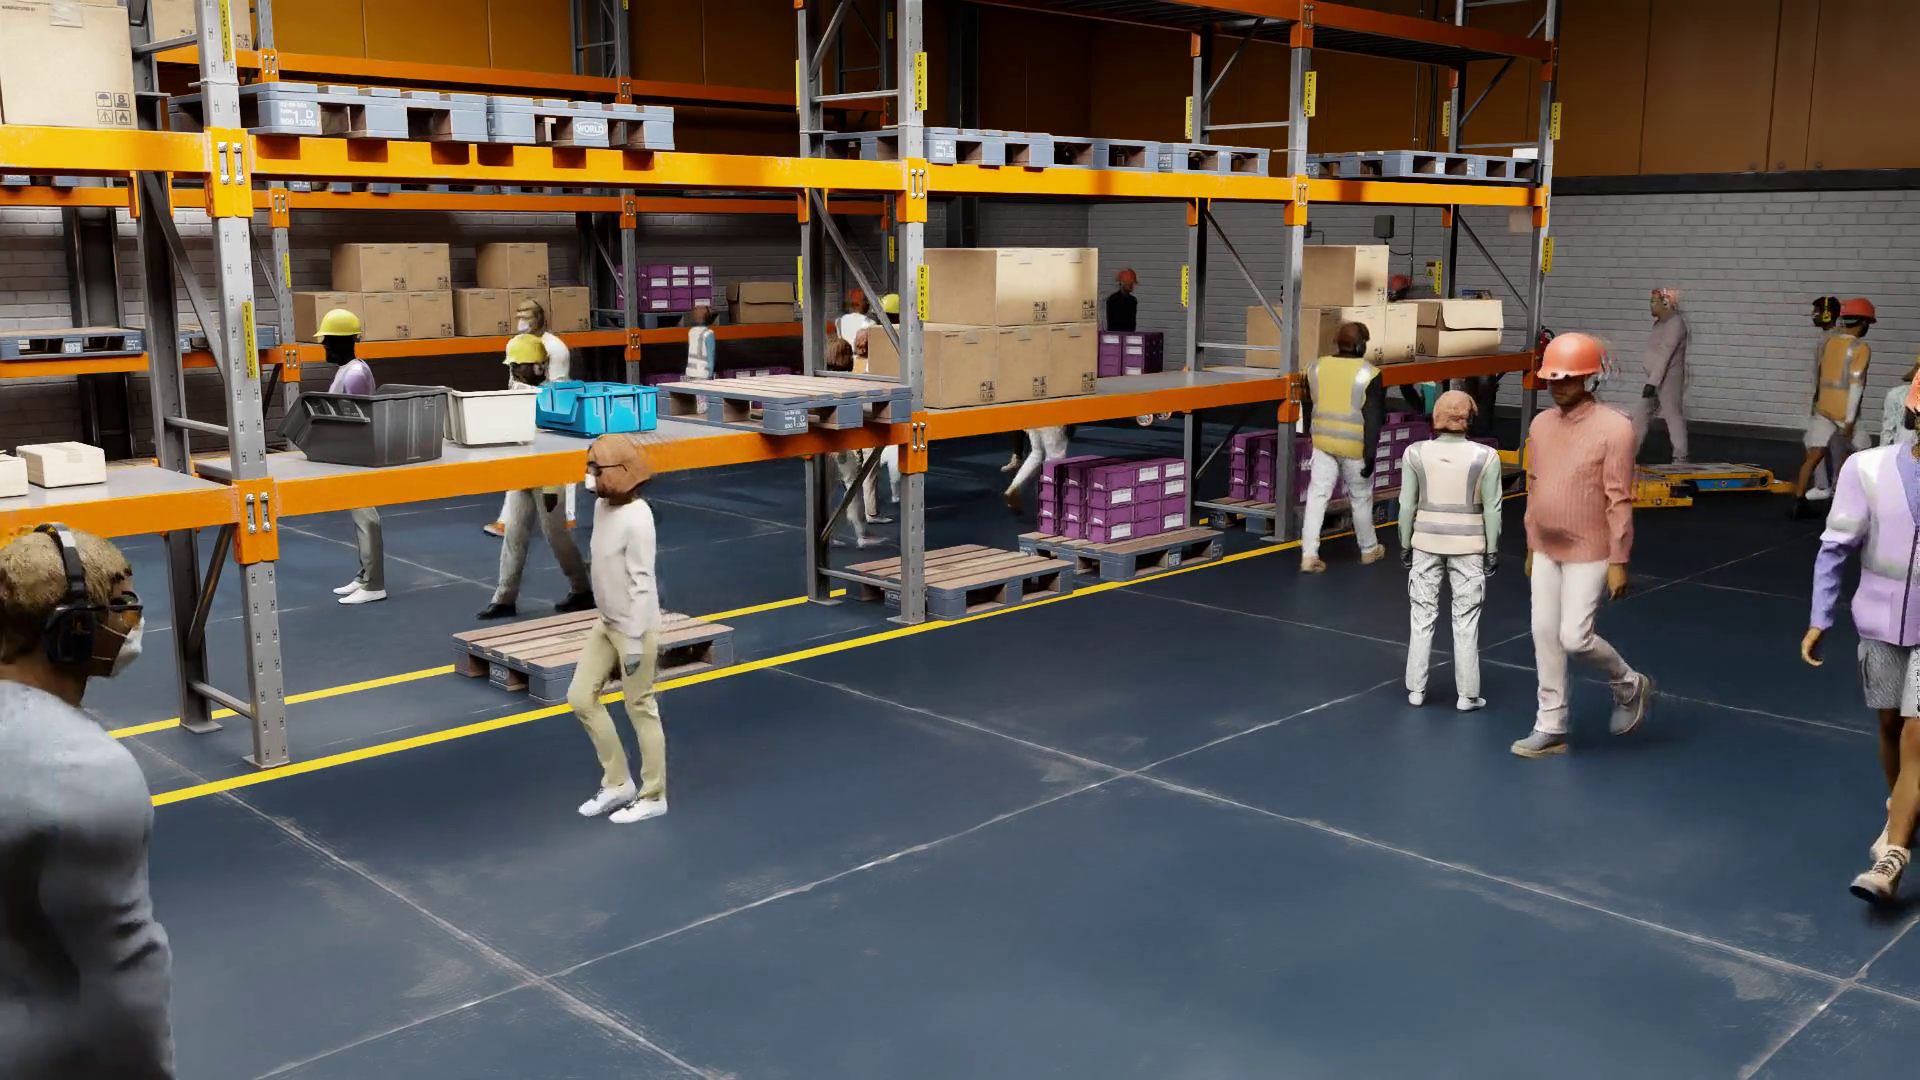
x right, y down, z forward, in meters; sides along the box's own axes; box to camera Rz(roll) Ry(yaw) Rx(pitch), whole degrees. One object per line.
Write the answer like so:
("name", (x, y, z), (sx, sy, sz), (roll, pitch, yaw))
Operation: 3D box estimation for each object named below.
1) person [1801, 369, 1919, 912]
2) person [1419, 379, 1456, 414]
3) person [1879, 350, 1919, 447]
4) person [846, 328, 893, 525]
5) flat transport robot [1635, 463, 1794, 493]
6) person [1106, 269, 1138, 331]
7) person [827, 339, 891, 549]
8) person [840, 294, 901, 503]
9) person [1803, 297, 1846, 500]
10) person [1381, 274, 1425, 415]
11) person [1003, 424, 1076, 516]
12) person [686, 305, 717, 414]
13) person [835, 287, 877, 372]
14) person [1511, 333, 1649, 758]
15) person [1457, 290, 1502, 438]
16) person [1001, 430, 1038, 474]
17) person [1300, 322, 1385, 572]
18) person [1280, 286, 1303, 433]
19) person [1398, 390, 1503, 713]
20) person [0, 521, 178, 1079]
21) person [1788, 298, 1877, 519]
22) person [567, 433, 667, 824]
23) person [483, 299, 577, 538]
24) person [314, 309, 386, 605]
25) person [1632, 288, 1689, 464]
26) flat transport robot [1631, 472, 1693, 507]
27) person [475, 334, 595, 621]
("person", (3.466, 0.321, 6.066), (0.623, 1.975, 1.085), (10, 14, 42))
("person", (4.895, -1.580, 17.064), (0.416, 1.754, 0.543), (0, 10, 1))
("person", (6.252, -0.425, 10.812), (0.510, 1.714, 0.711), (5, 12, 27))
("person", (-0.784, -0.951, 13.924), (0.311, 1.638, 0.522), (-8, 13, -38))
("flat transport robot", (6.982, -0.579, 15.629), (1.431, 0.197, 0.652), (-2, 11, -8))
("person", (2.182, -2.758, 22.914), (0.627, 1.963, 0.908), (-9, 14, -40))
("person", (-0.848, -0.733, 12.770), (0.629, 1.611, 0.528), (-5, 11, -25))
("person", (-0.695, -1.228, 14.743), (0.770, 1.902, 0.589), (-5, 12, -27))
("person", (7.901, -1.276, 15.140), (0.588, 1.849, 0.409), (-9, 14, -41))
("person", (5.215, -2.152, 19.632), (0.634, 1.956, 0.996), (-9, 14, -42))
("person", (0.692, -1.042, 13.930), (0.521, 1.831, 0.631), (-8, 13, -37))
("person", (-3.008, -1.869, 18.968), (0.533, 1.618, 0.534), (-8, 13, -37))
("person", (-1.140, -1.829, 18.152), (0.574, 1.851, 0.957), (6, 12, 30))
("person", (2.859, 0.035, 7.631), (0.633, 1.969, 0.644), (-5, 11, -24))
("person", (5.594, -1.798, 18.066), (0.700, 1.828, 0.519), (-8, 13, -36))
("person", (0.639, -1.504, 16.782), (0.315, 1.696, 0.541), (-9, 14, -40))
("person", (2.762, -0.670, 11.981), (0.632, 1.795, 0.961), (8, 13, 39))
("person", (3.844, -2.039, 19.269), (0.323, 1.862, 0.510), (3, 11, 15))
("person", (2.469, 0.060, 8.412), (0.514, 1.640, 0.309), (6, 12, 28))
("person", (-1.576, 0.920, 2.937), (0.638, 1.919, 0.466), (10, 14, 43))
("person", (7.543, -1.098, 14.089), (1.011, 1.868, 0.551), (-3, 11, -15))
("person", (-1.409, 0.373, 6.738), (0.469, 1.614, 0.536), (-7, 12, -33))
("person", (-3.410, -0.941, 13.169), (0.657, 1.895, 0.960), (5, 12, 27))
("person", (-3.987, -0.543, 10.912), (0.370, 1.929, 0.585), (-4, 11, -22))
("person", (7.001, -1.602, 16.830), (0.892, 1.868, 0.667), (2, 11, 8))
("flat transport robot", (5.999, -0.503, 15.218), (0.652, 0.197, 1.431), (-2, 11, -9))
("person", (-2.675, -0.390, 10.504), (0.789, 1.810, 0.610), (-10, 14, -43))
